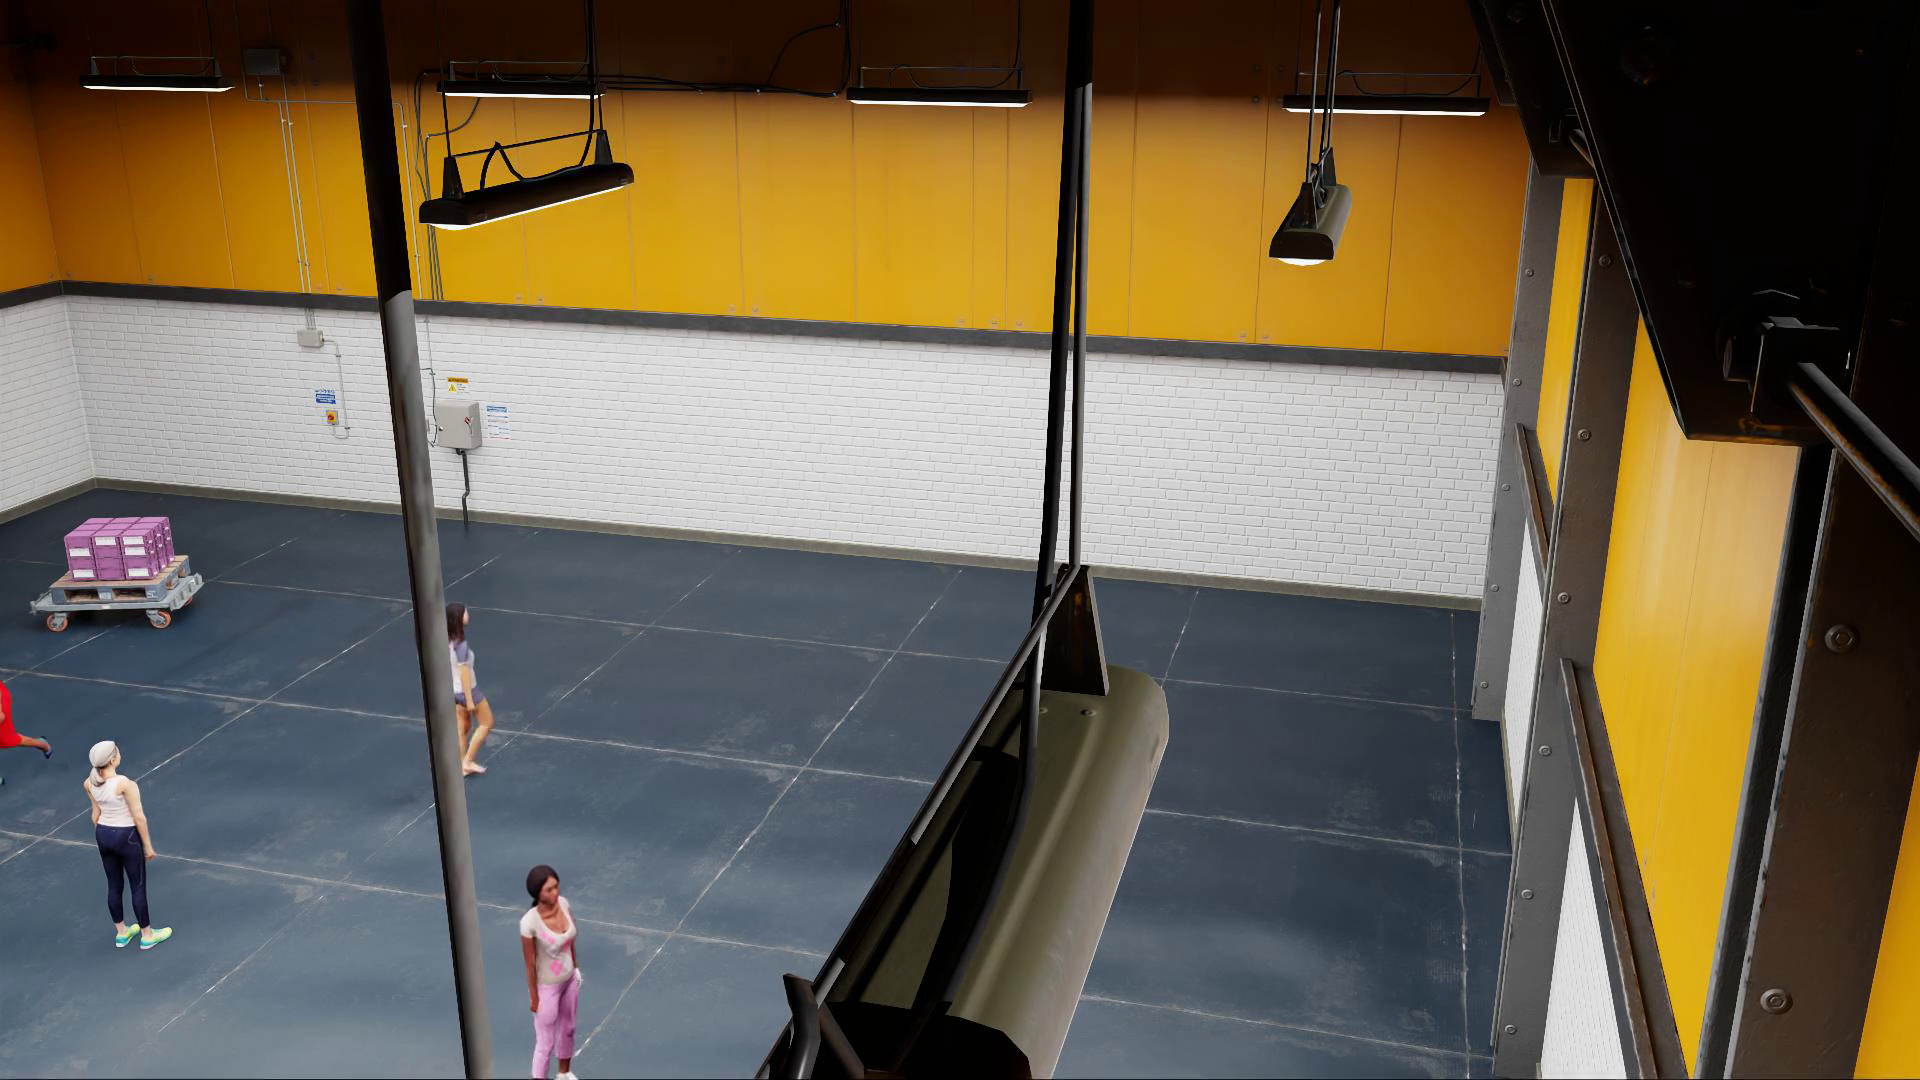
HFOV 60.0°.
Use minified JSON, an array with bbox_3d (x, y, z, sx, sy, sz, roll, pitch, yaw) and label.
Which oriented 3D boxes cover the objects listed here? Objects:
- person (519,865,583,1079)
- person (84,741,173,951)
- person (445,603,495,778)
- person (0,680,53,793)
[{"bbox_3d":[-2.666,2.905,10.879,0.690,1.738,0.529,10,21,27],"label":"person"},{"bbox_3d":[-6.402,2.318,12.678,0.598,1.703,0.532,4,19,11],"label":"person"},{"bbox_3d":[-4.645,1.423,15.312,0.746,1.719,0.707,-15,24,-37],"label":"person"},{"bbox_3d":[-8.717,1.483,15.122,0.664,1.724,0.996,8,20,23],"label":"person"}]
